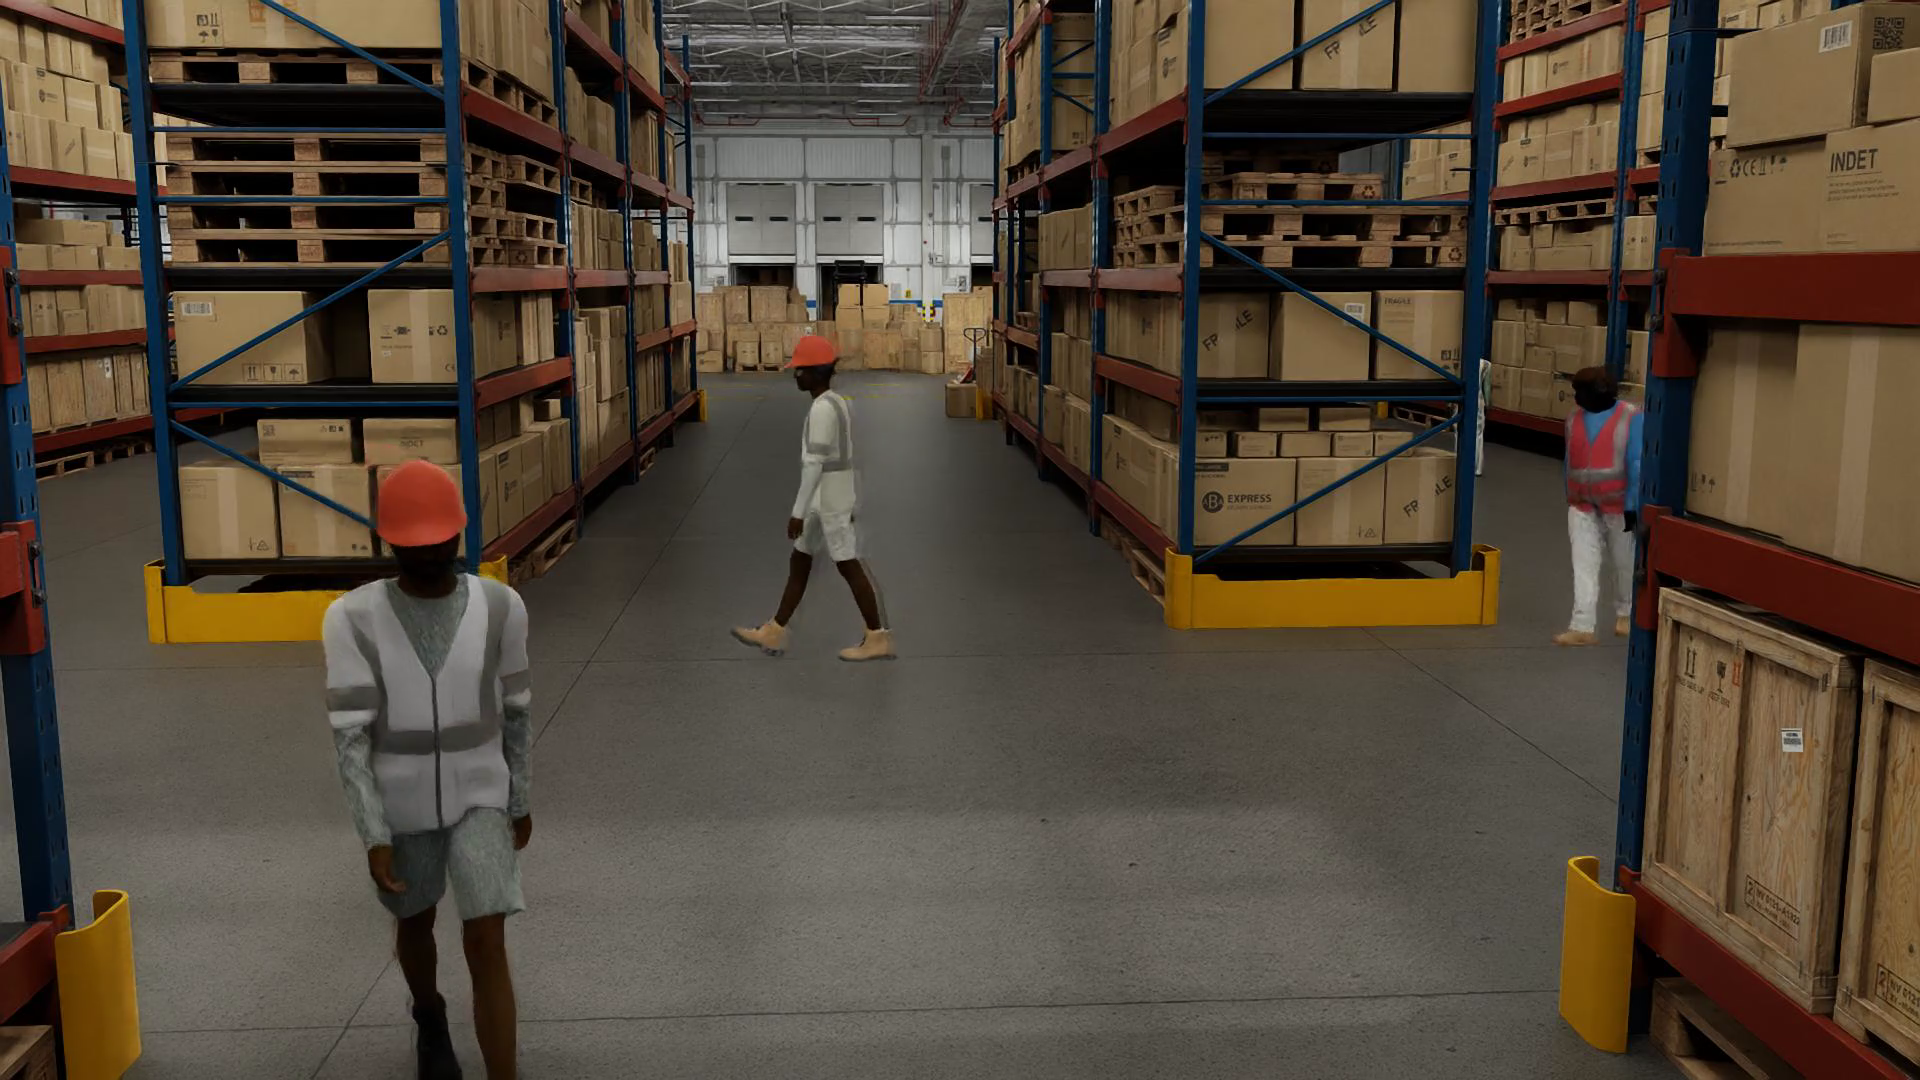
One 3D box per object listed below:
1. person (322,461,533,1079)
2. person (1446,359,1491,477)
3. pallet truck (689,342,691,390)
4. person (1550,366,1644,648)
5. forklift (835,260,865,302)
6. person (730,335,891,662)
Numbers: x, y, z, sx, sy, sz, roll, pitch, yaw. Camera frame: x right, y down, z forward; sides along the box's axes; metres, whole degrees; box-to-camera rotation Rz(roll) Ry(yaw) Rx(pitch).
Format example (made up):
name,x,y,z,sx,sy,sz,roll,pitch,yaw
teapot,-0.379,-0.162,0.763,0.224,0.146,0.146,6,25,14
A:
name,x,y,z,sx,sy,sz,roll,pitch,yaw
person,-1.408,0.714,4.494,0.540,1.870,1.043,-4,10,-22
person,5.944,-1.550,19.457,0.515,1.636,0.315,0,9,2
pallet truck,-5.225,-3.008,27.480,1.885,1.965,0.823,2,9,14
person,4.133,-0.217,10.695,0.628,1.783,0.902,9,13,44
forklift,-3.412,-7.285,51.571,1.129,2.768,1.873,-1,9,-4
person,-0.898,-0.230,10.062,1.036,1.987,0.629,-1,9,-4
